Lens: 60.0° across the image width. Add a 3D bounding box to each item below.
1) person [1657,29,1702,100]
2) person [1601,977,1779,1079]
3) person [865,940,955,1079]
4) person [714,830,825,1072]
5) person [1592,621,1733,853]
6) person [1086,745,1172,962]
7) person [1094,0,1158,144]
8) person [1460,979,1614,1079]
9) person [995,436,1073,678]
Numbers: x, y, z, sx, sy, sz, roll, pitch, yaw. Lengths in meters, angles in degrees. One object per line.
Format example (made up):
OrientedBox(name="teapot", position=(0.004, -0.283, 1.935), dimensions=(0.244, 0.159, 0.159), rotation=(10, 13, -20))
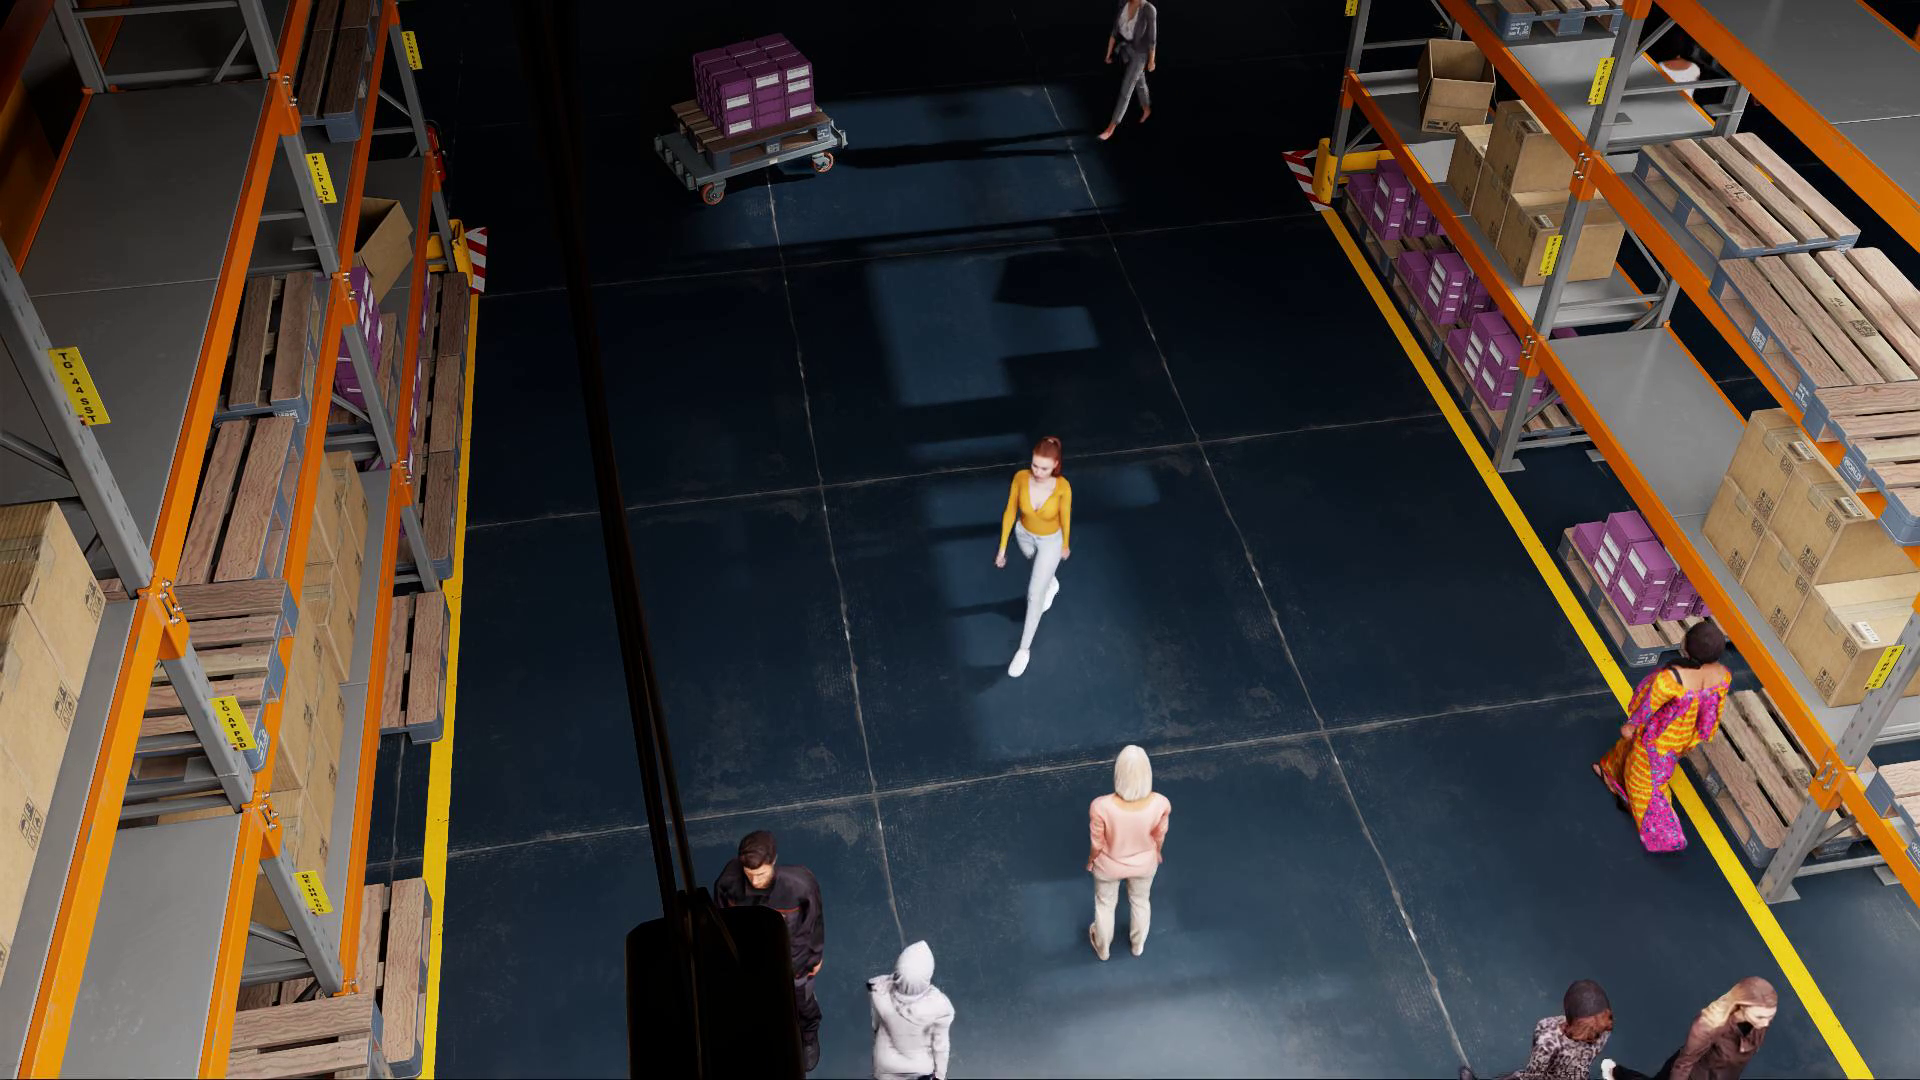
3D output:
OrientedBox(name="person", position=(6.344, -3.752, 15.083), dimensions=(0.827, 1.645, 1.141), rotation=(2, 44, 2))
OrientedBox(name="person", position=(3.676, 2.614, 8.382), dimensions=(0.729, 1.670, 1.135), rotation=(-12, 45, -12))
OrientedBox(name="person", position=(-0.294, 2.631, 8.305), dimensions=(0.919, 1.751, 1.163), rotation=(11, 45, 11))
OrientedBox(name="person", position=(-0.975, 2.127, 8.694), dimensions=(0.766, 1.945, 0.698), rotation=(4, 44, 4))
OrientedBox(name="person", position=(4.231, 1.155, 9.912), dimensions=(0.794, 1.671, 1.140), rotation=(-17, 46, -17))
OrientedBox(name="person", position=(0.916, 1.760, 9.239), dimensions=(0.609, 1.725, 0.525), rotation=(-5, 44, -5))
OrientedBox(name="person", position=(1.742, -4.676, 16.066), dimensions=(1.043, 1.625, 1.119), rotation=(-31, 52, -28))
OrientedBox(name="person", position=(2.950, 2.796, 8.184), dimensions=(0.554, 1.679, 1.030), rotation=(-7, 44, -7))
OrientedBox(name="person", position=(0.546, -0.032, 11.142), dimensions=(1.035, 1.694, 1.258), rotation=(16, 46, 16))
